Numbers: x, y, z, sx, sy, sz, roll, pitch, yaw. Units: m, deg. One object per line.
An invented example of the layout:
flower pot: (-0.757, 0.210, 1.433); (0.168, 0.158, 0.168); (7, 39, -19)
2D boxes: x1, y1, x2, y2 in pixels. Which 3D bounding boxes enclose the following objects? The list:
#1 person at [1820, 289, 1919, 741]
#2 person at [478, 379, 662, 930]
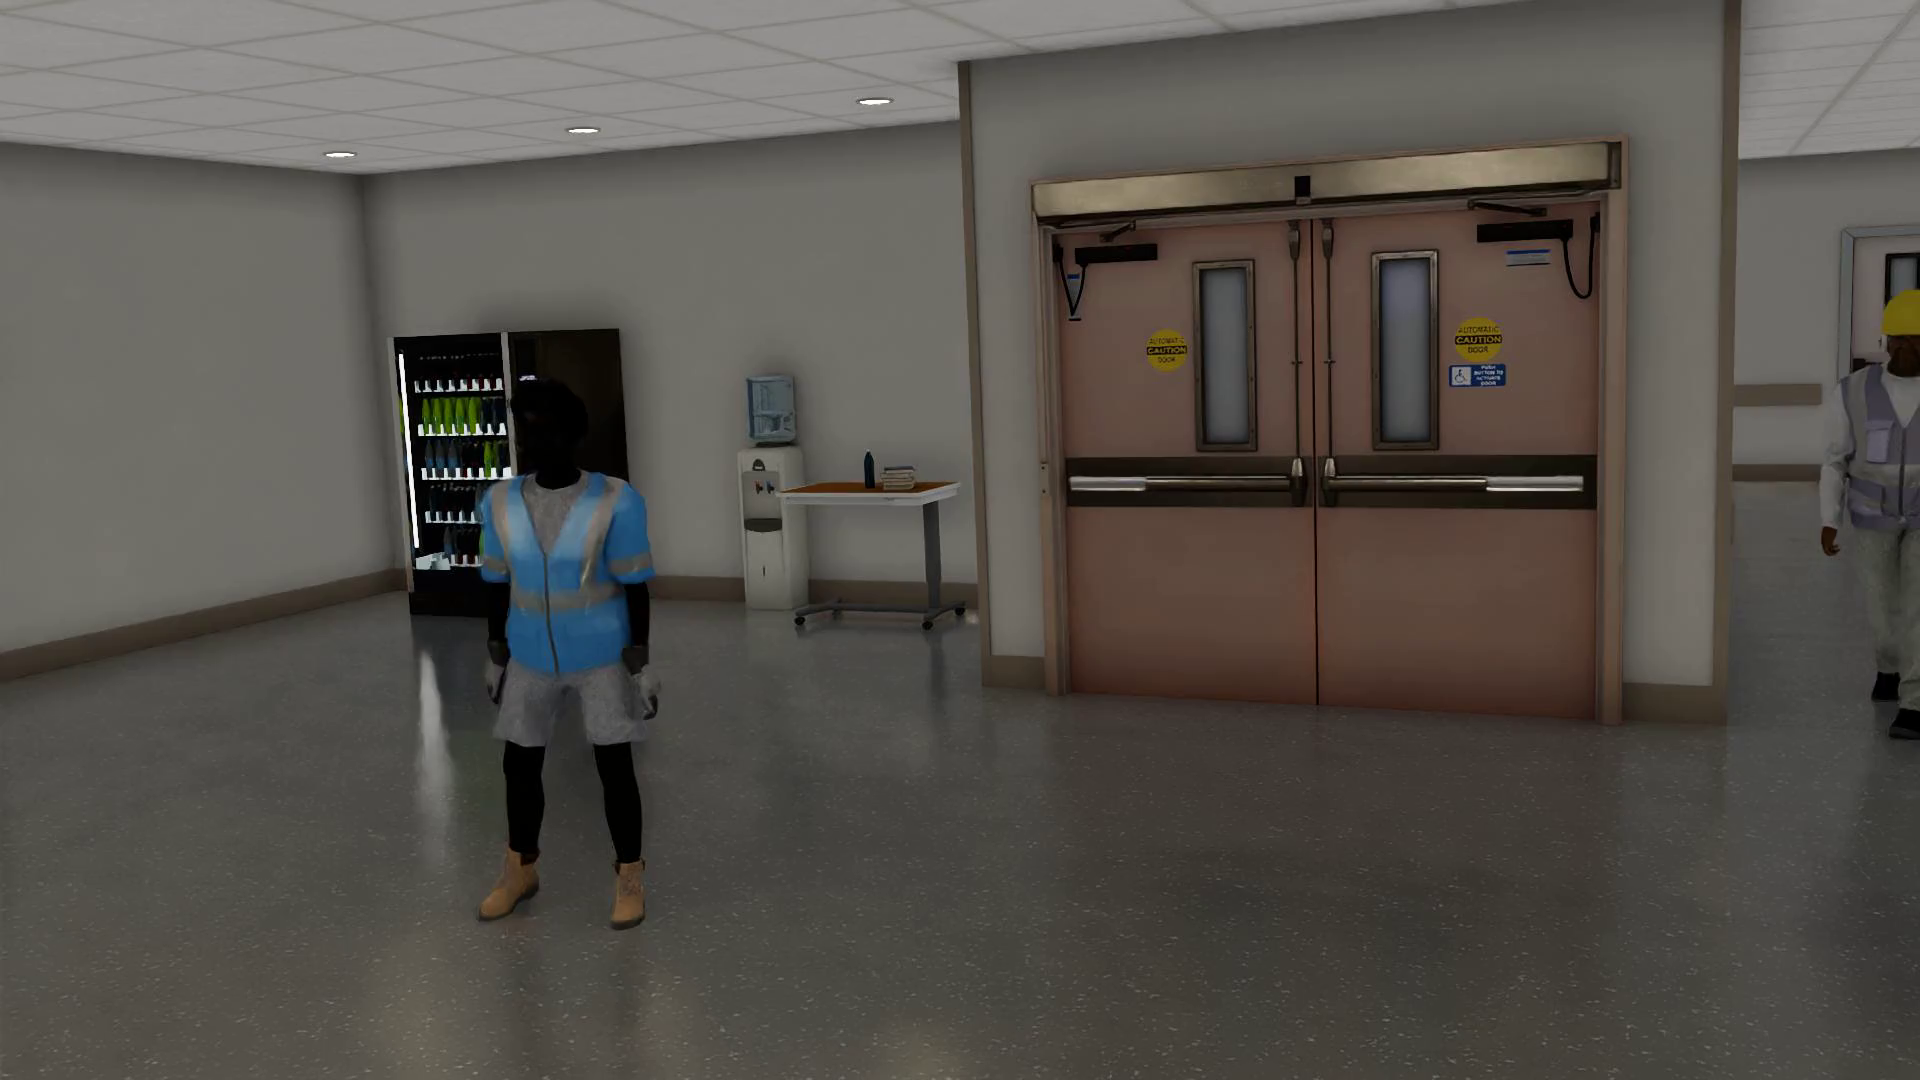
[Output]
person: (3.888, -0.135, 6.851); (0.595, 1.785, 0.945); (3, 9, 36)
person: (-1.177, 0.349, 5.033); (0.607, 1.688, 0.322); (-1, 8, 10)
